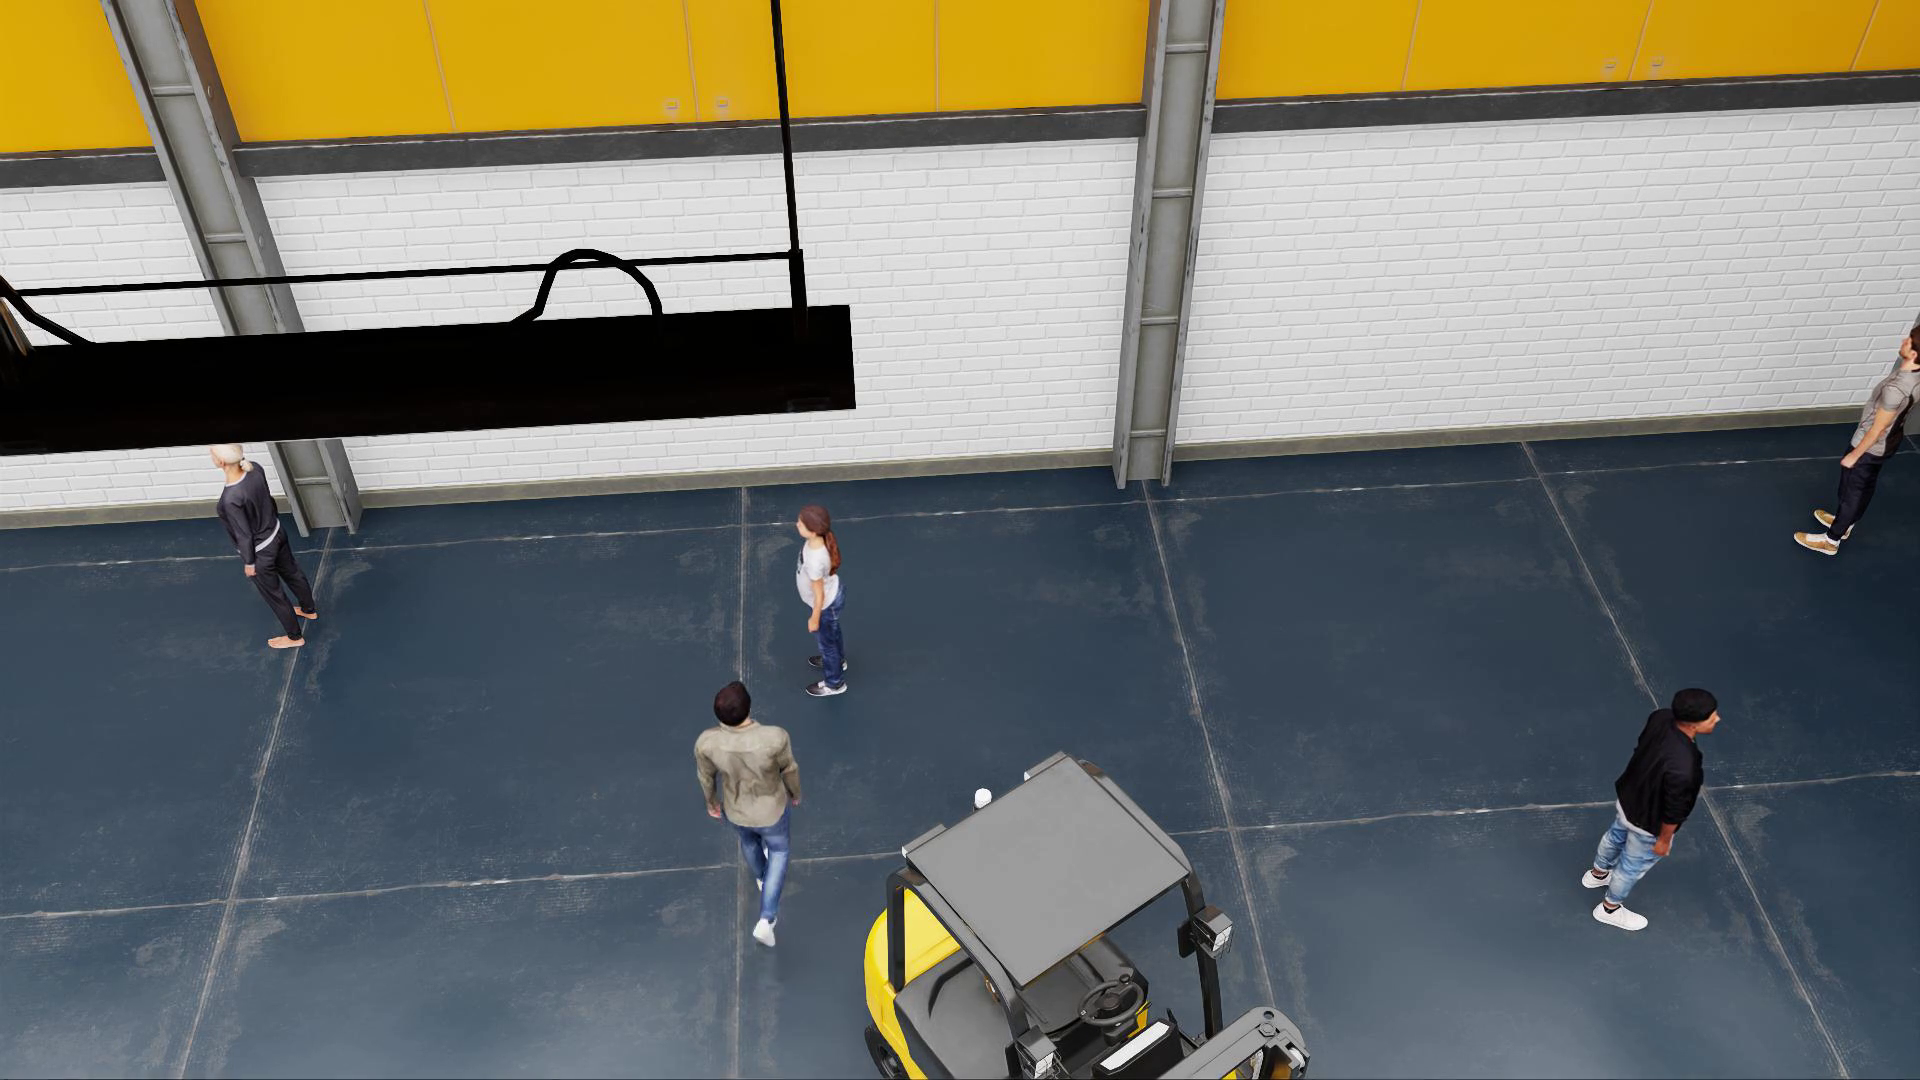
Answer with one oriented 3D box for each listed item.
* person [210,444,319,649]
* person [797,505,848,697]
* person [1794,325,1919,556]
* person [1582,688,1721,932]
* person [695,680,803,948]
[{"bbox_3d":[-4.545,-0.007,10.820,0.584,1.726,0.653,5,44,5],"label":"person"},{"bbox_3d":[-0.870,0.364,10.550,0.555,1.562,0.566,2,44,2],"label":"person"},{"bbox_3d":[6.285,-0.686,11.409,0.703,1.897,0.793,-32,52,-29],"label":"person"},{"bbox_3d":[3.818,1.459,9.217,0.646,1.815,0.724,3,44,3],"label":"person"},{"bbox_3d":[-1.133,1.514,9.133,0.995,1.851,0.843,1,44,1],"label":"person"}]
